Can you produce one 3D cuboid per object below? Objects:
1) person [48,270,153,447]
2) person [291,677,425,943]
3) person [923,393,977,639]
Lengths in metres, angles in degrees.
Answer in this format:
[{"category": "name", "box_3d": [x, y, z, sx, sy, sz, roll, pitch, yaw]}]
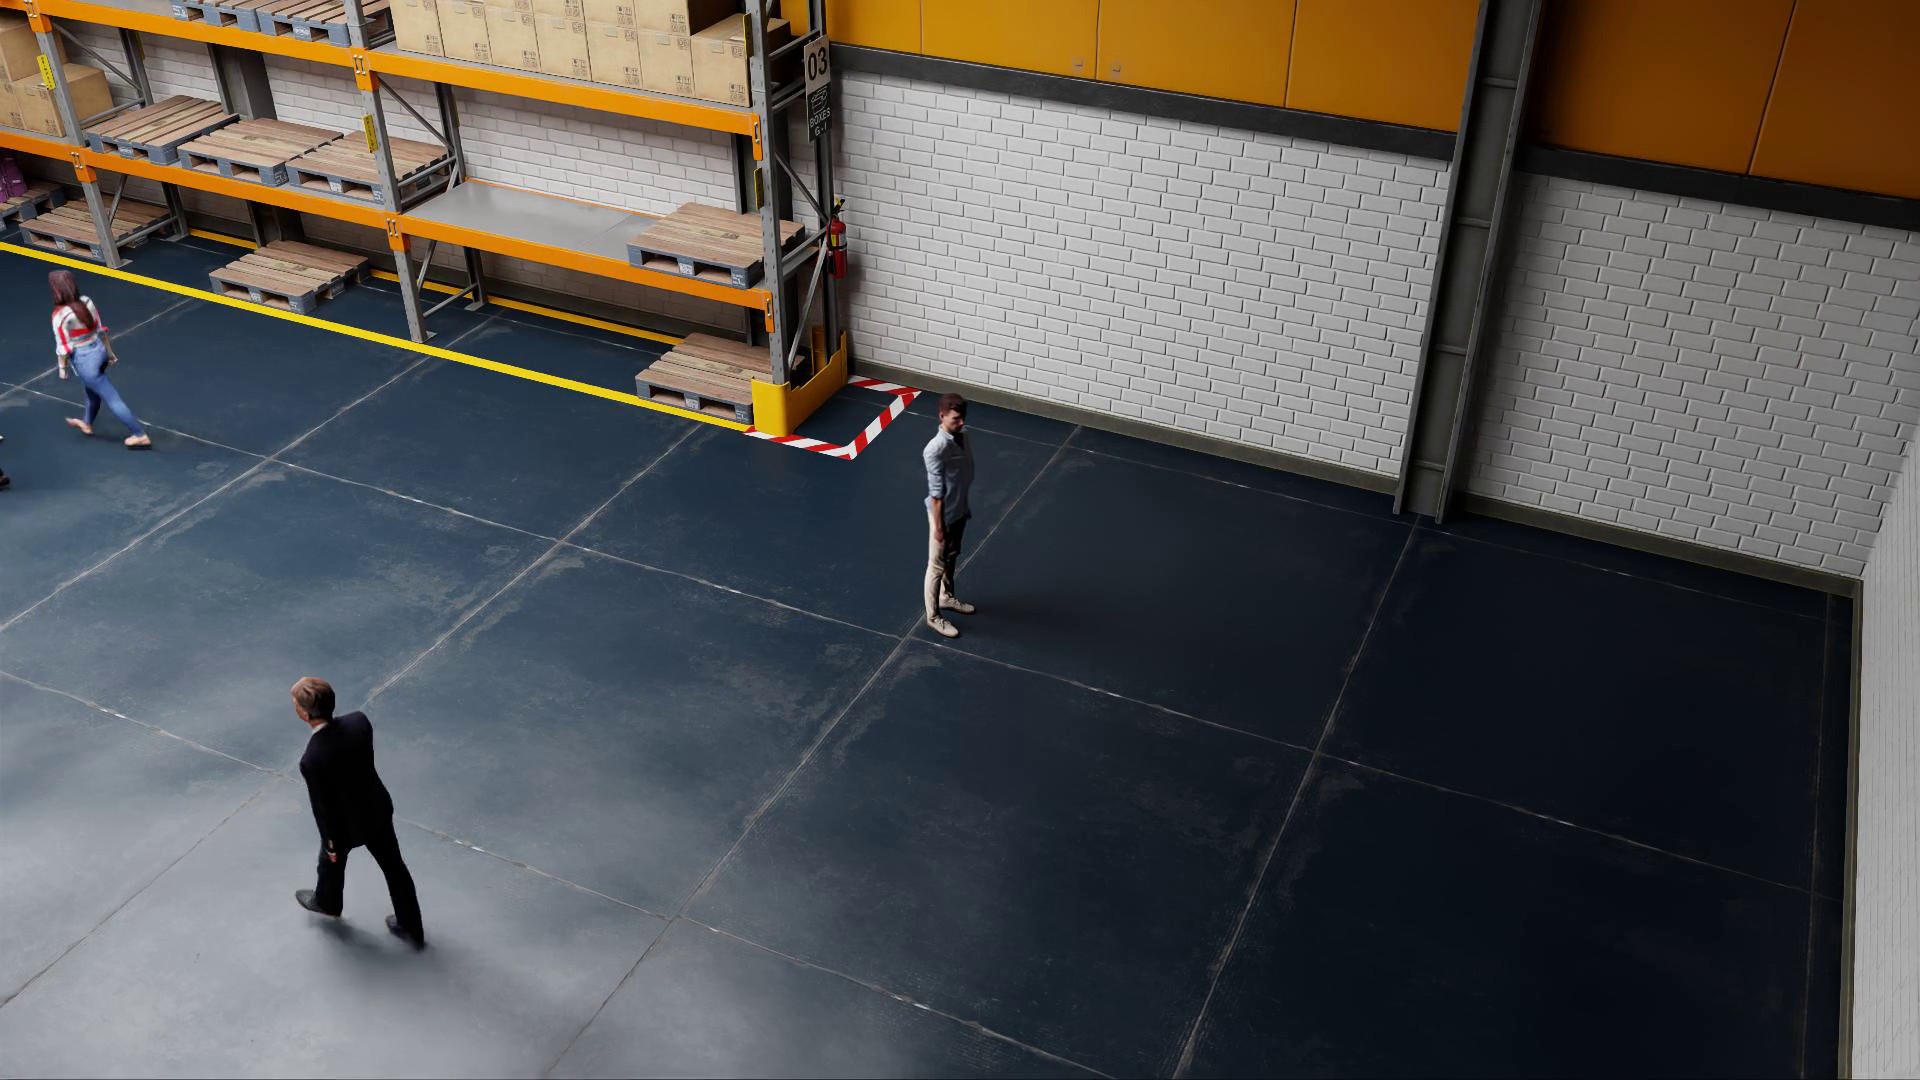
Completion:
[{"category": "person", "box_3d": [-7.125, -1.464, 13.791, 1.110, 1.567, 0.784, 6, 34, 10]}, {"category": "person", "box_3d": [-3.258, 1.520, 9.107, 1.058, 1.783, 0.732, 17, 37, 24]}, {"category": "person", "box_3d": [-0.083, -0.213, 11.657, 0.542, 1.847, 0.643, 16, 37, 22]}]
